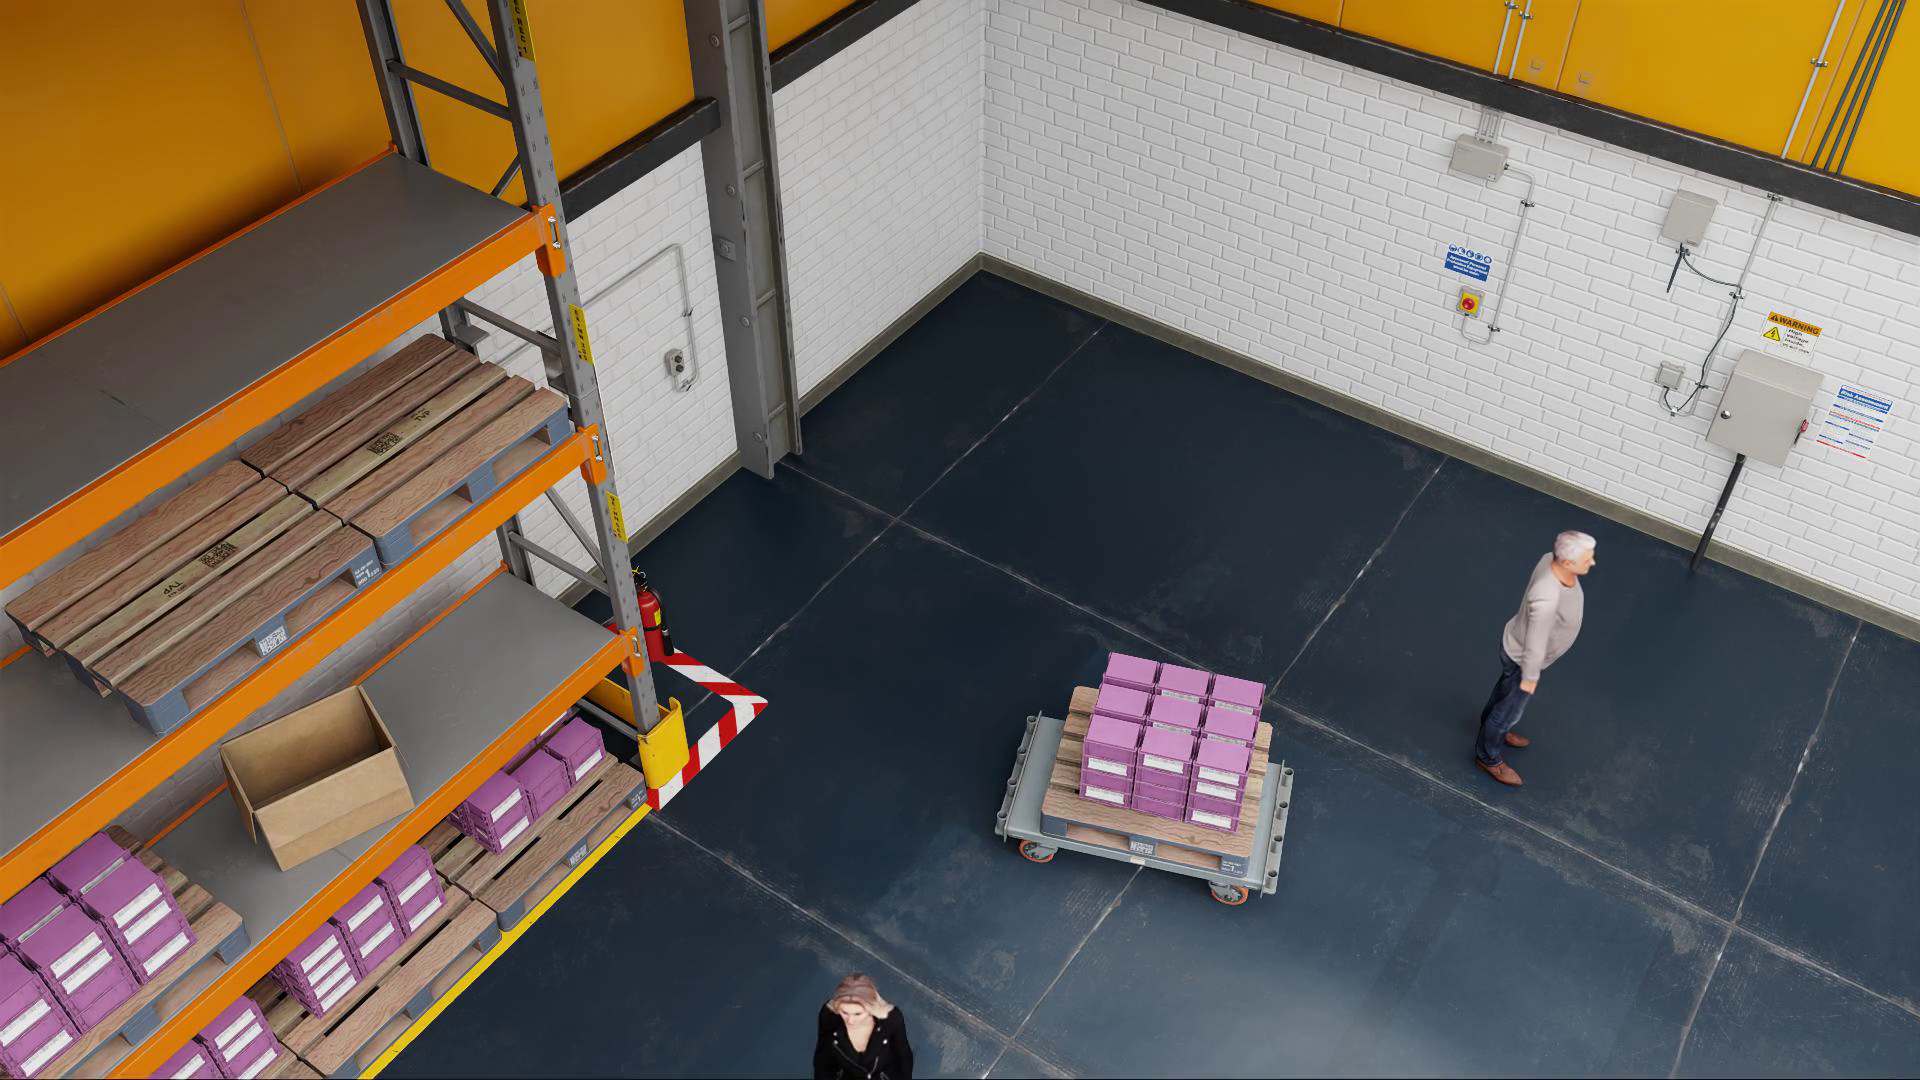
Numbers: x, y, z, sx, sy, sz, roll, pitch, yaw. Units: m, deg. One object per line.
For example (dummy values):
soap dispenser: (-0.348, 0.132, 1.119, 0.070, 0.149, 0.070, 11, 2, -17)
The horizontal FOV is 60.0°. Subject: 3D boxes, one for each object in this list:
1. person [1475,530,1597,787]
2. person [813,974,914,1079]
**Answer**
person: (3.373, 0.653, 9.845, 0.836, 1.909, 0.633, 18, 46, 18)
person: (-0.442, 2.531, 8.047, 0.738, 1.671, 0.767, 3, 44, 3)
